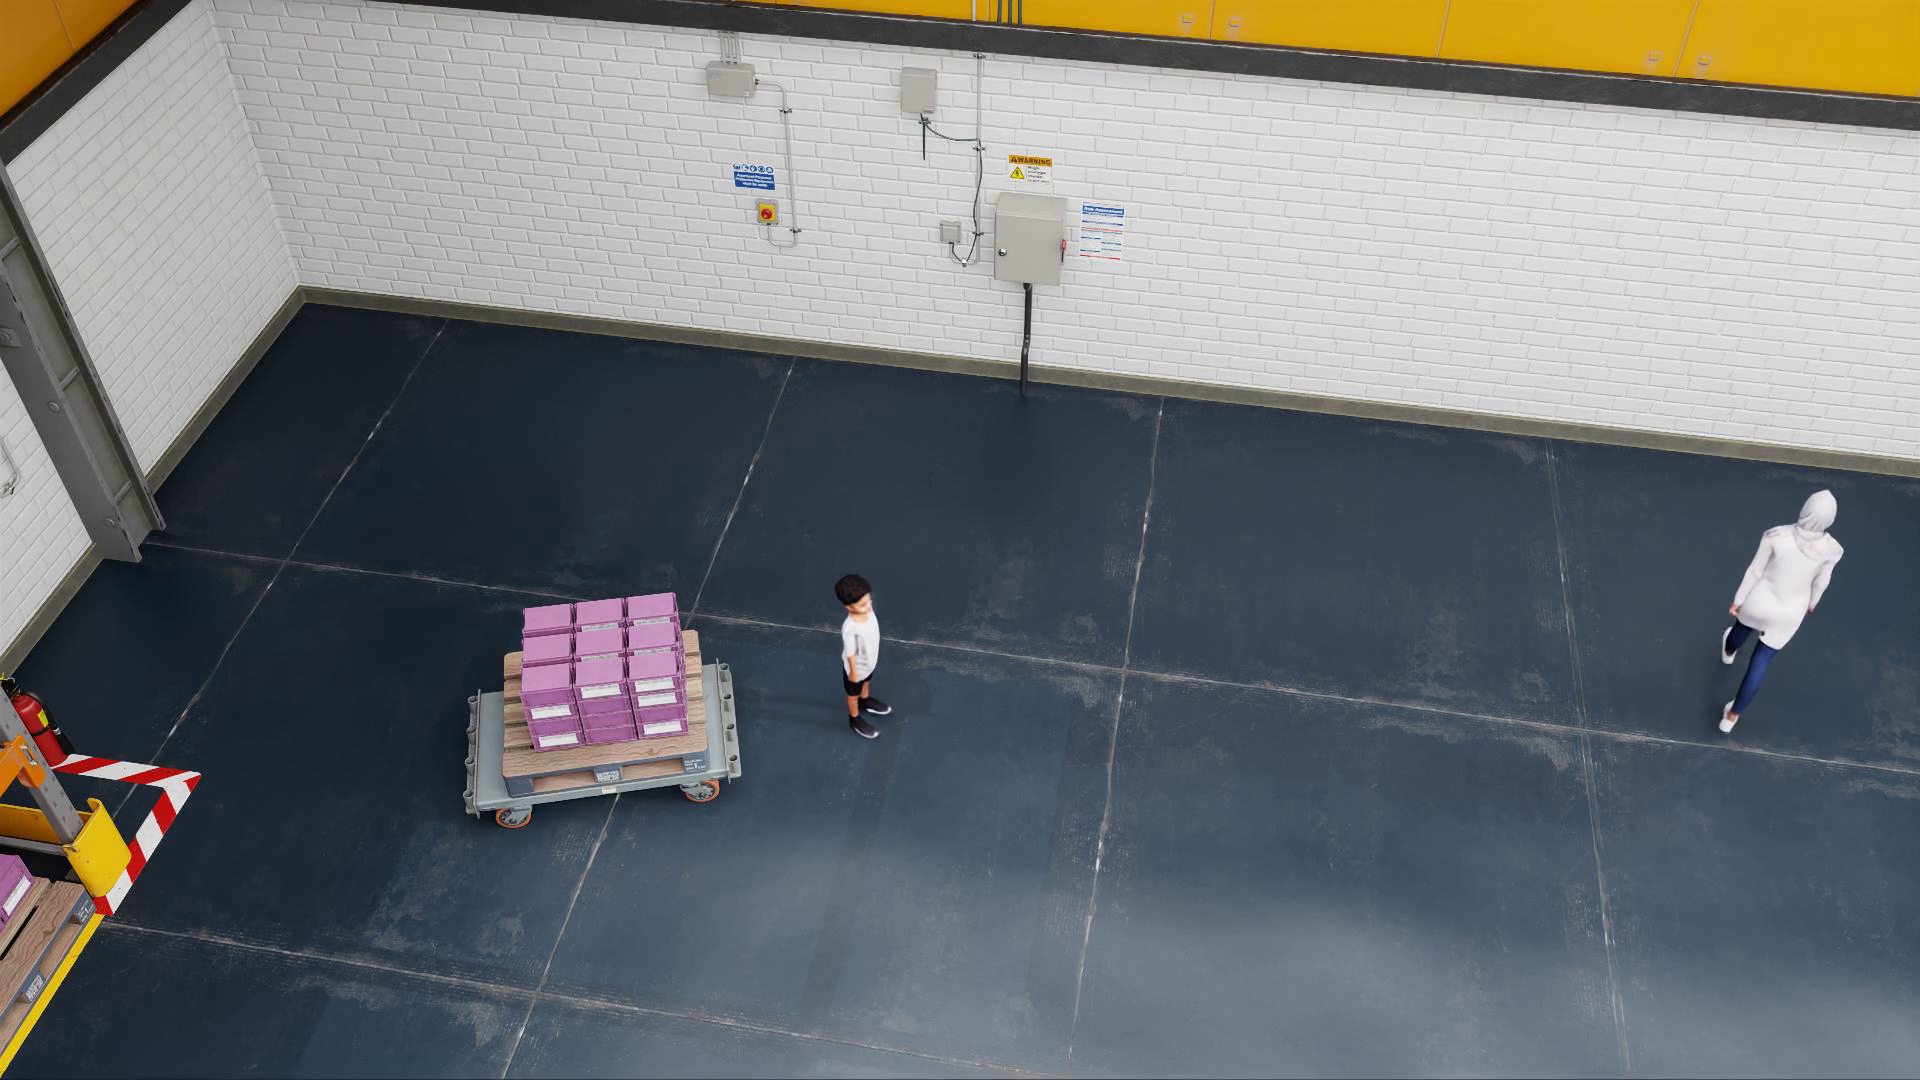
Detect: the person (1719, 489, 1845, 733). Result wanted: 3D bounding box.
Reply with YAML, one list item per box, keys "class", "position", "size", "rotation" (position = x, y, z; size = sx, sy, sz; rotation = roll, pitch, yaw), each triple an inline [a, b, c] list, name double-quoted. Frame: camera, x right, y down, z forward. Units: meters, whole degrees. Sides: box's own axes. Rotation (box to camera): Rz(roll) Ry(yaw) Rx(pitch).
- class: "person"
  position: [4.998, 0.487, 10.255]
  size: [0.838, 1.730, 1.164]
  rotation: [19, 47, 18]

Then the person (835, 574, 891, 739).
- class: "person"
  position: [-0.629, 0.693, 10.378]
  size: [0.591, 1.261, 0.489]
  rotation: [16, 46, 16]
